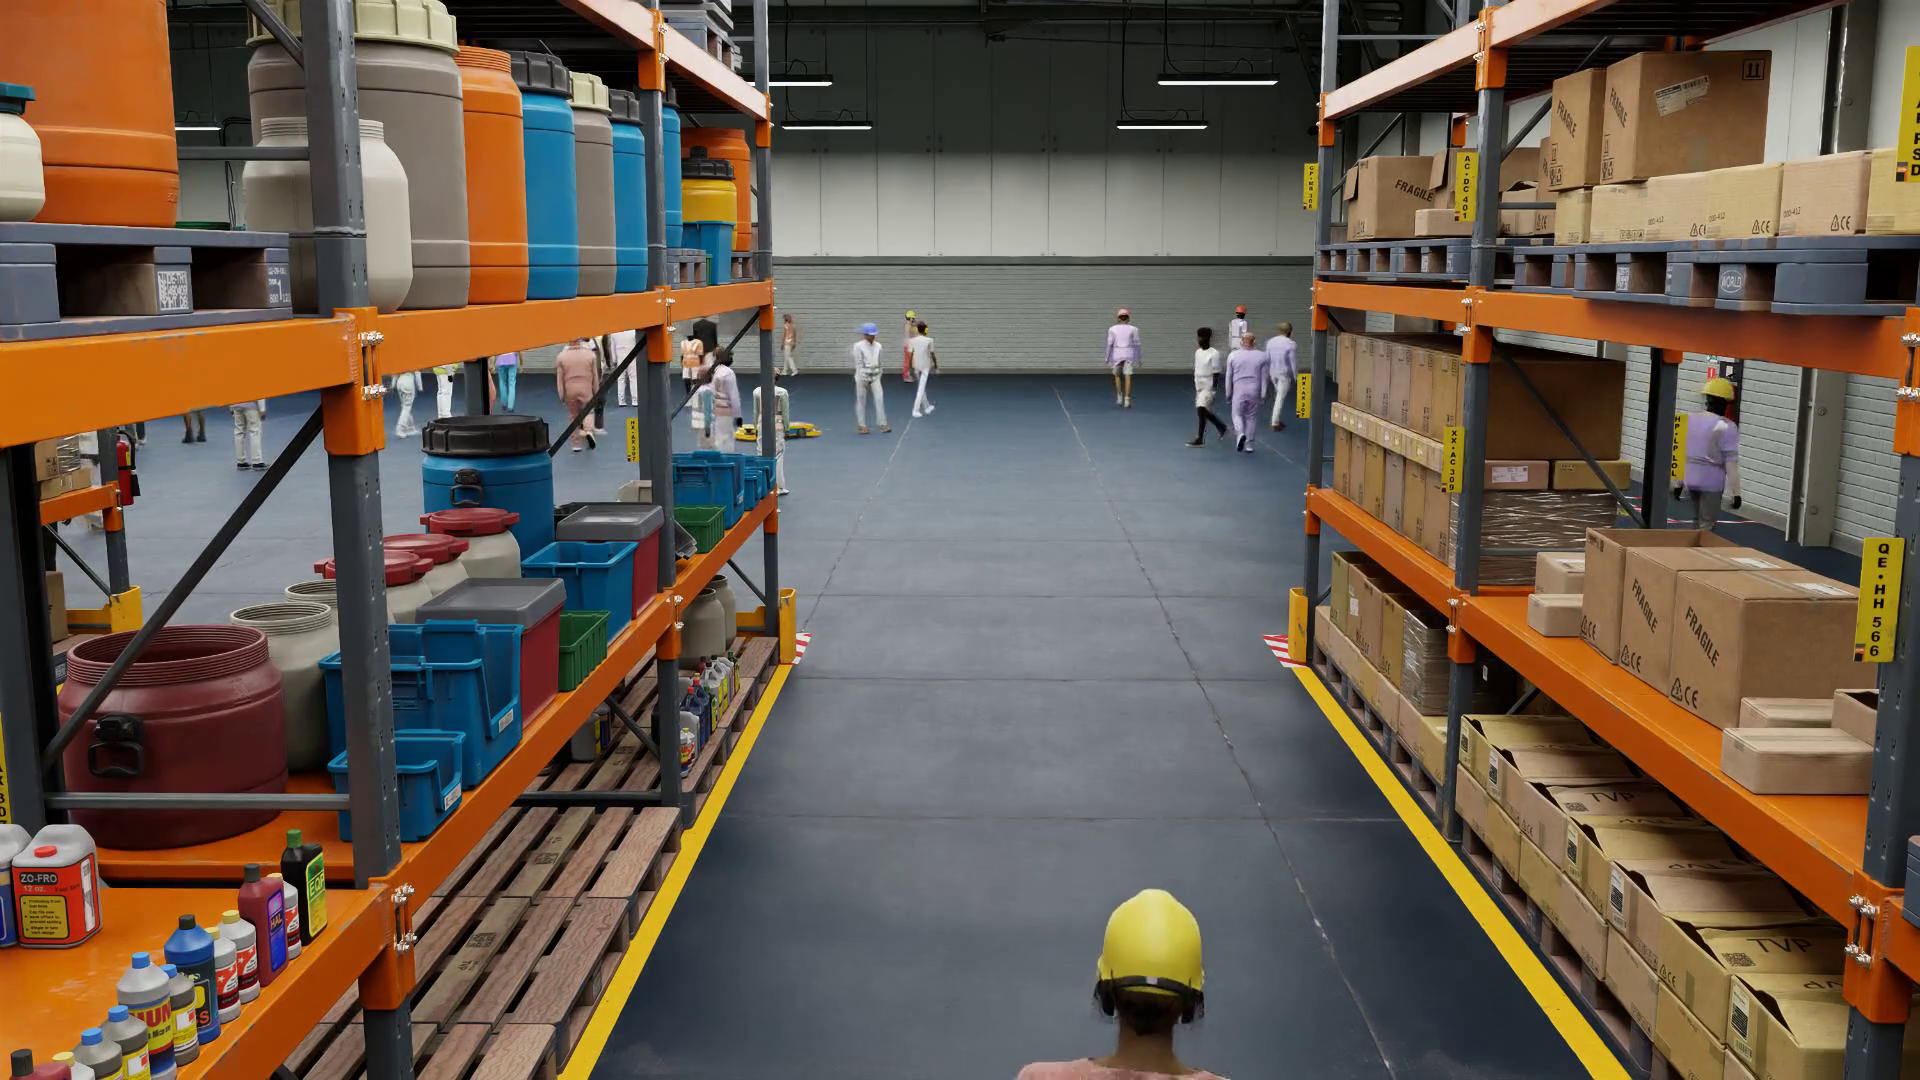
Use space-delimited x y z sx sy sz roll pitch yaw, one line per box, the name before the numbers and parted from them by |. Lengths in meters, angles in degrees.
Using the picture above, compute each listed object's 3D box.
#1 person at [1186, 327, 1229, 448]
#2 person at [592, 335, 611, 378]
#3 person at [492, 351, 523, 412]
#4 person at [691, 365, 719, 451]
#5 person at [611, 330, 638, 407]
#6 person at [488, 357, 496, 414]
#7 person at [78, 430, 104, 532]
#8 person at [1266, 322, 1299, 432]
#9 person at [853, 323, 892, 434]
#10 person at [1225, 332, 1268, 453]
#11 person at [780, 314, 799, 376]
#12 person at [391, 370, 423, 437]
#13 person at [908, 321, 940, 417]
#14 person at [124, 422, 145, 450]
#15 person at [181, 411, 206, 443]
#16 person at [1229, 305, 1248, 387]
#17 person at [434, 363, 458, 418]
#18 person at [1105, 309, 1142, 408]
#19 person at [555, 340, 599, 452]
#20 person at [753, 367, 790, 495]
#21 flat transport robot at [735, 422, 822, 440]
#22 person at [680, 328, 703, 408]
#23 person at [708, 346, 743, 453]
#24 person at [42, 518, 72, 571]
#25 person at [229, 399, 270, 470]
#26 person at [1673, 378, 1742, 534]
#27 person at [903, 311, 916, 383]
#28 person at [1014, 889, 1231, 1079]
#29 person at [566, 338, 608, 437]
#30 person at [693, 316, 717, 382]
person | 4.013 -2.472 26.787 0.783 1.936 0.608 -4 10 -23
person | -7.609 -3.705 34.616 0.661 1.787 0.985 2 10 11
person | -9.041 -3.494 33.249 0.601 1.805 0.923 -2 10 -15
person | -3.377 -1.483 21.777 0.407 1.623 0.527 -5 11 -27
person | -6.833 -3.699 34.206 0.644 1.907 0.399 2 10 14
person | -6.366 -1.744 22.226 0.375 1.997 0.608 -2 10 -15
person | -9.463 -1.018 18.273 0.413 1.871 0.579 -7 12 -37
person | 5.717 -2.878 29.259 0.668 1.913 0.649 -8 12 -38
person | -1.504 -2.763 28.592 0.594 1.903 0.918 -6 11 -33
person | 4.451 -2.285 25.817 0.651 1.889 0.624 1 10 4
person | -4.469 -5.074 43.311 0.626 1.625 0.527 5 11 26
person | -9.416 -2.585 28.245 0.527 1.702 0.756 5 11 26
person | -0.695 -3.296 32.067 0.517 1.818 0.992 6 11 31
person | -13.192 -2.340 26.417 0.528 1.780 1.042 -4 10 -24
person | -12.690 -2.577 27.393 0.367 1.935 0.553 9 13 42
person | 6.670 -4.627 39.668 0.368 1.935 0.552 -7 12 -37
person | -9.510 -3.086 30.769 0.431 1.836 0.618 -5 11 -30
person | 3.362 -3.735 34.176 0.743 1.975 0.969 1 10 5
person | -5.949 -2.304 25.913 0.667 1.885 0.541 -3 10 -16
person | -2.409 -1.393 21.223 0.513 1.630 0.318 4 10 22
flat transport robot | -3.128 -1.862 28.218 1.431 0.197 0.652 -7 12 -35
person | -5.473 -3.564 34.054 0.540 1.677 0.521 3 10 20
person | -3.118 -1.724 22.621 0.731 1.820 0.660 -7 12 -36
person | -7.645 -0.280 13.687 0.391 1.918 0.590 8 13 41
person | -10.176 -1.915 23.744 0.599 1.827 0.404 3 10 15
person | 6.794 -0.512 15.071 0.450 1.913 0.623 -5 11 -26
person | -1.238 -4.776 41.107 0.337 1.757 0.518 1 10 5
person | 0.344 1.544 3.265 0.558 1.751 0.409 2 10 10
person | -6.287 -2.728 28.115 0.738 2.000 0.702 8 12 40
person | -5.823 -4.318 37.798 0.616 1.952 0.886 -3 10 -17
